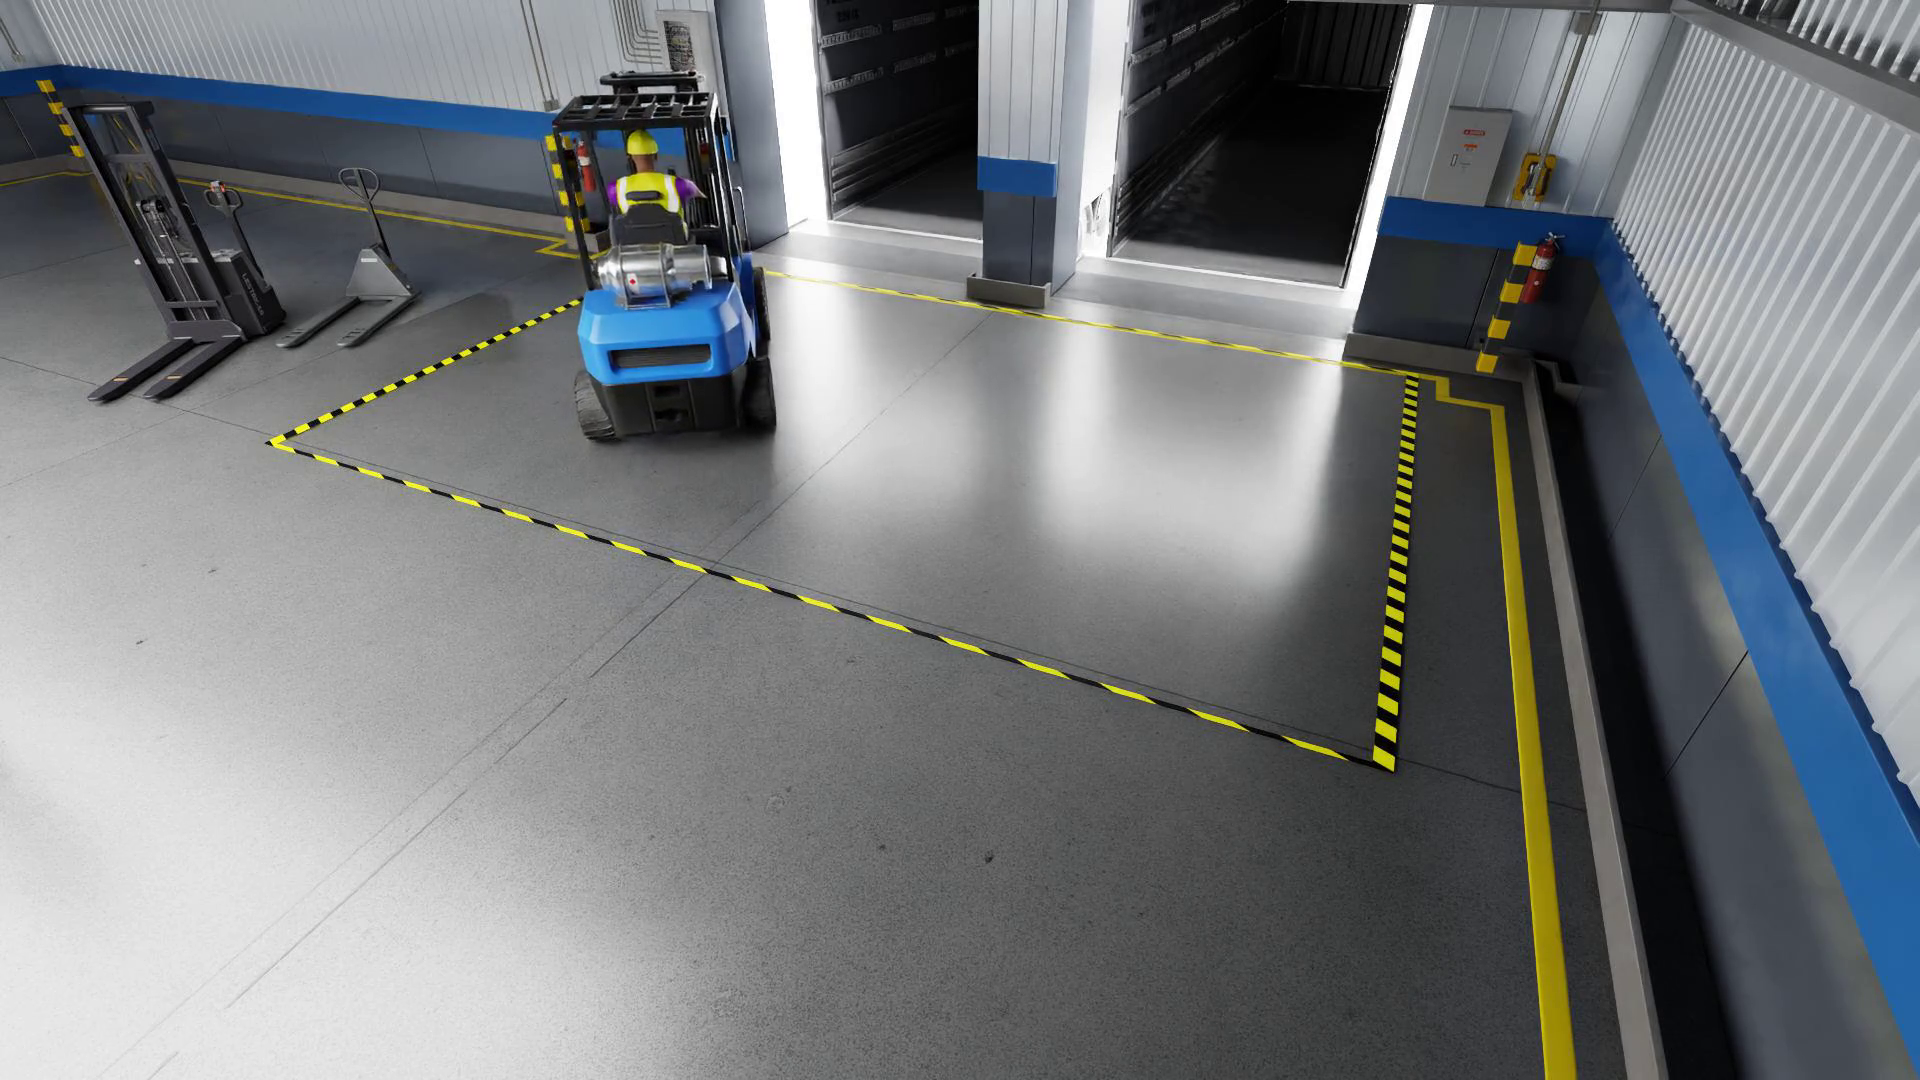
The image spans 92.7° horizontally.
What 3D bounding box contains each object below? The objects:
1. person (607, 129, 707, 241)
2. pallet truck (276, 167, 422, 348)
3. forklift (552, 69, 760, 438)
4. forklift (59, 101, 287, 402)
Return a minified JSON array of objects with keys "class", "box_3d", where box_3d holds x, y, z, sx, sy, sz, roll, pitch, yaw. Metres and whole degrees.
[{"class":"person","box_3d":[-2.233,-2.462,6.904,0.635,1.294,1.004,-6,35,-8]},{"class":"pallet truck","box_3d":[-5.732,-2.611,8.414,0.680,1.201,1.601,-1,35,-1]},{"class":"forklift","box_3d":[-2.230,-2.274,6.962,1.157,2.036,2.680,-6,35,-8]},{"class":"forklift","box_3d":[-6.686,-2.387,7.434,0.823,1.965,1.885,-3,35,-5]}]
